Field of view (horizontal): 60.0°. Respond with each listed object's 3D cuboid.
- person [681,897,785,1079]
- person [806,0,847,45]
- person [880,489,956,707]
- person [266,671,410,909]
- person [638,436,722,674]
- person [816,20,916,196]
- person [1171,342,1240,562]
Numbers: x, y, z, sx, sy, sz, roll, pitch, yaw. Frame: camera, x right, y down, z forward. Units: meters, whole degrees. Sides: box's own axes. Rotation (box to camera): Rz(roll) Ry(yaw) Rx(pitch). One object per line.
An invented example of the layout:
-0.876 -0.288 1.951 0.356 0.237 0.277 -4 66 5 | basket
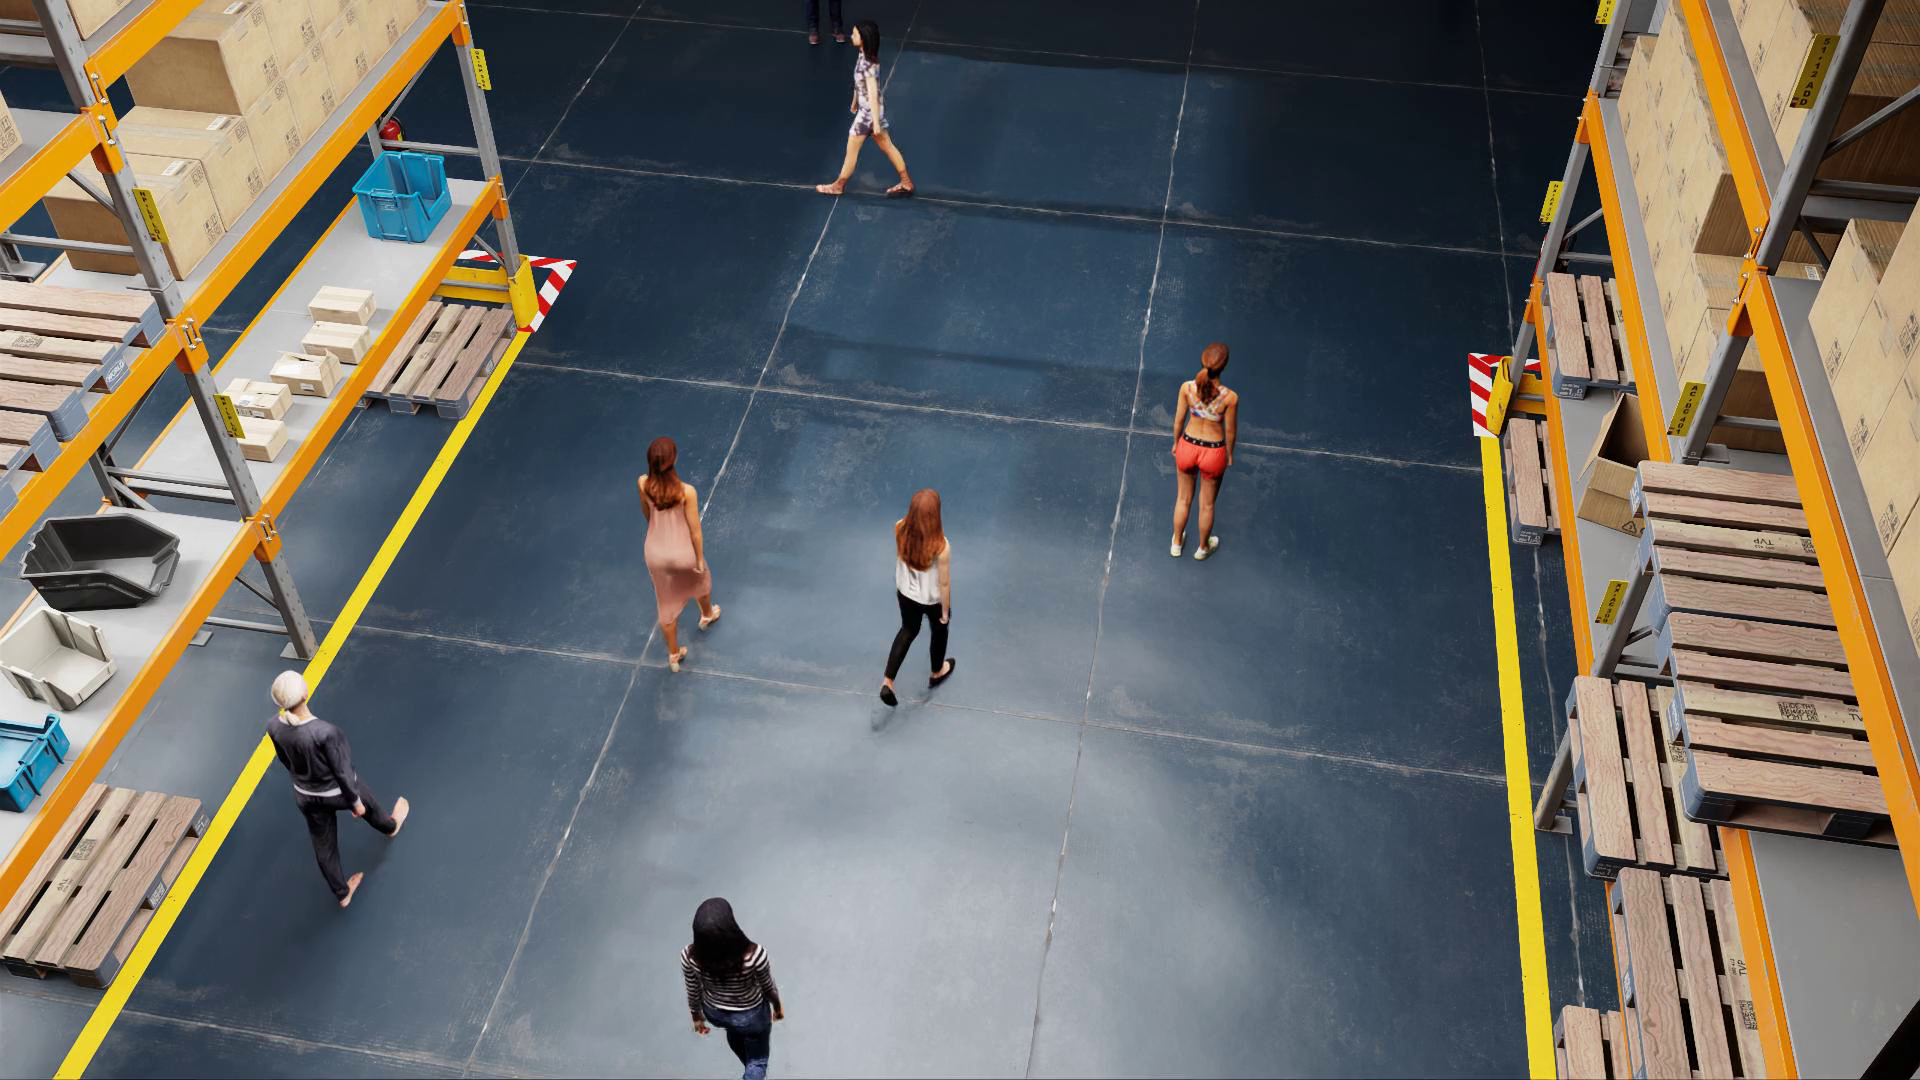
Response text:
-1.110 2.416 8.206 0.642 1.773 1.040 3 44 3 | person
-1.416 -5.983 16.972 0.841 1.843 0.807 -9 44 -10 | person
-0.283 0.388 10.386 0.801 1.704 1.012 24 49 23 | person
-3.568 1.440 9.286 0.674 1.697 0.978 5 44 5 | person
-1.858 0.151 10.559 0.629 1.808 0.843 8 44 9 | person
-0.716 -3.778 14.776 0.845 1.680 1.124 -2 44 -2 | person
1.648 -0.588 11.348 0.625 1.789 0.592 15 46 16 | person
